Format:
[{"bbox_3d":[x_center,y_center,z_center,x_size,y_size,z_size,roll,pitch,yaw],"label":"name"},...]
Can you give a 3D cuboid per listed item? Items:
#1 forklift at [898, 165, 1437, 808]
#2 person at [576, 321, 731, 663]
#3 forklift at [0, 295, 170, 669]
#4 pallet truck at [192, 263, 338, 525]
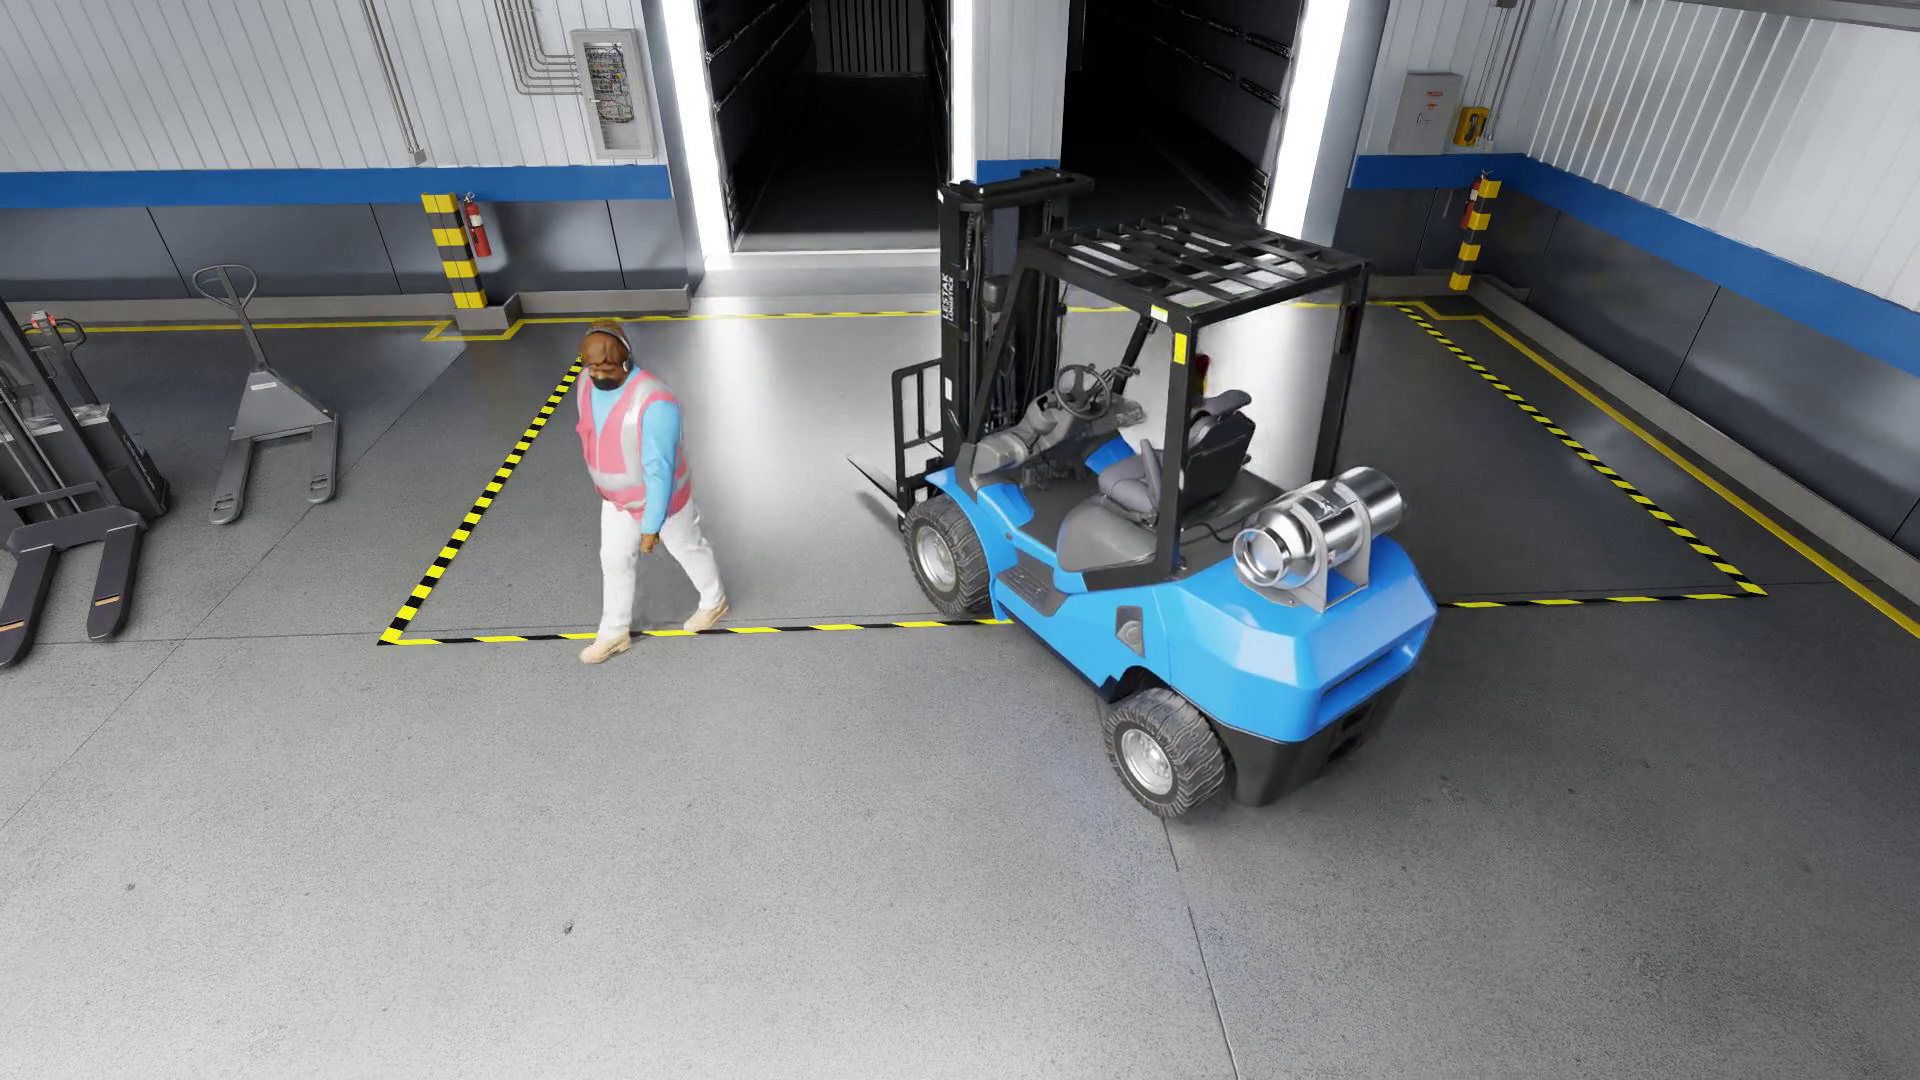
[{"bbox_3d":[0.847,-0.413,4.272,1.157,2.036,2.680,-22,40,-28],"label":"forklift"},{"bbox_3d":[-1.581,-0.180,4.422,0.642,1.800,0.798,21,40,27],"label":"person"},{"bbox_3d":[-5.212,-0.618,4.878,0.823,1.965,1.885,-20,39,-26],"label":"forklift"},{"bbox_3d":[-4.778,-1.027,6.128,0.680,1.201,1.601,-17,38,-23],"label":"pallet truck"}]
